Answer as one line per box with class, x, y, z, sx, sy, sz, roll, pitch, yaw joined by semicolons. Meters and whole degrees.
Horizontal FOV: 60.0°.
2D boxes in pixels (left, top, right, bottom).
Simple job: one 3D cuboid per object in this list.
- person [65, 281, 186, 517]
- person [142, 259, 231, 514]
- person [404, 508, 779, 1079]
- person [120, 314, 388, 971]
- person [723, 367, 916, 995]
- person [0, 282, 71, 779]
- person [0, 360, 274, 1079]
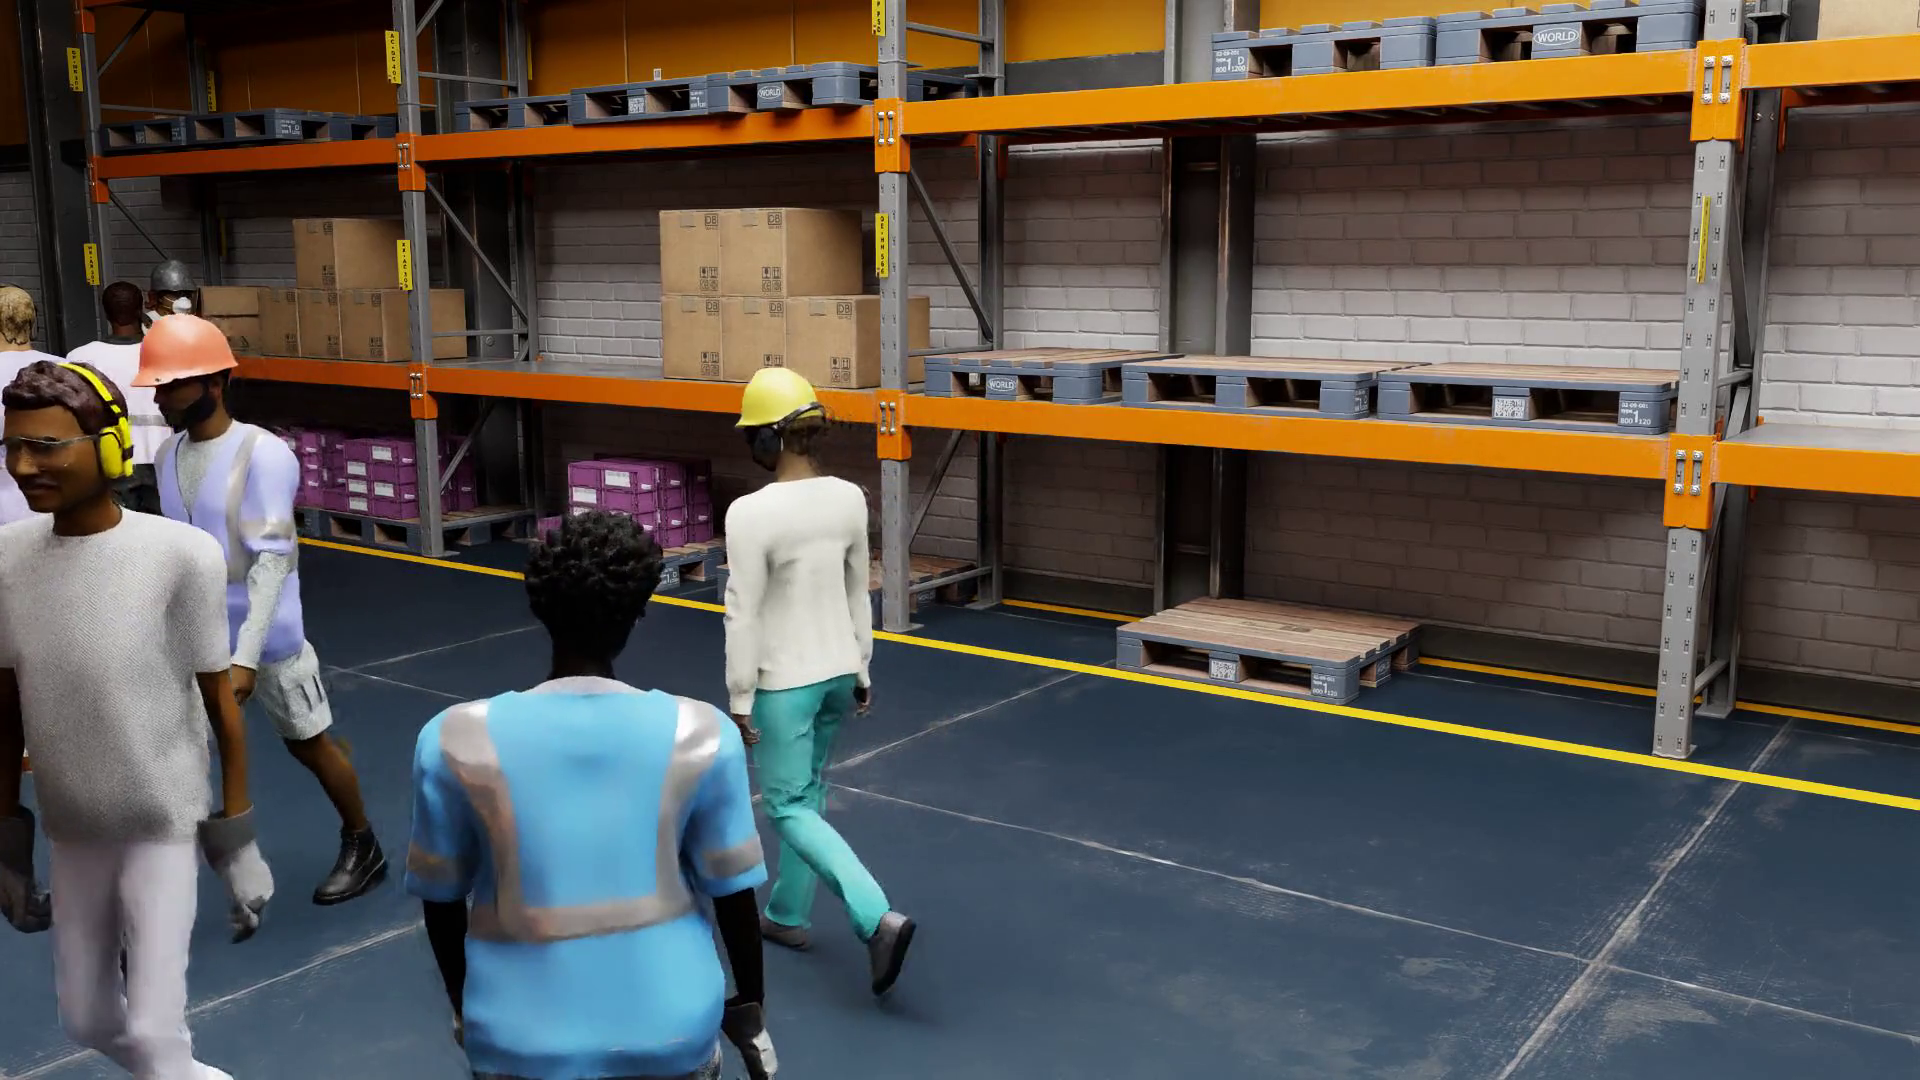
person;-4.276;-0.376;8.648;0.592;1.916;0.375;-5;11;-29
person;-4.711;-0.689;10.141;0.538;2.000;0.689;5;11;27
person;-0.578;0.779;2.638;0.556;1.629;0.787;-3;10;-19
person;-2.150;0.268;4.957;0.548;1.879;1.023;4;10;22
person;-0.397;0.389;4.643;0.749;1.736;0.525;8;12;39
person;-3.665;-0.032;6.537;0.372;1.940;0.630;4;10;24
person;-1.621;0.564;3.290;0.567;1.870;0.655;1;10;5
